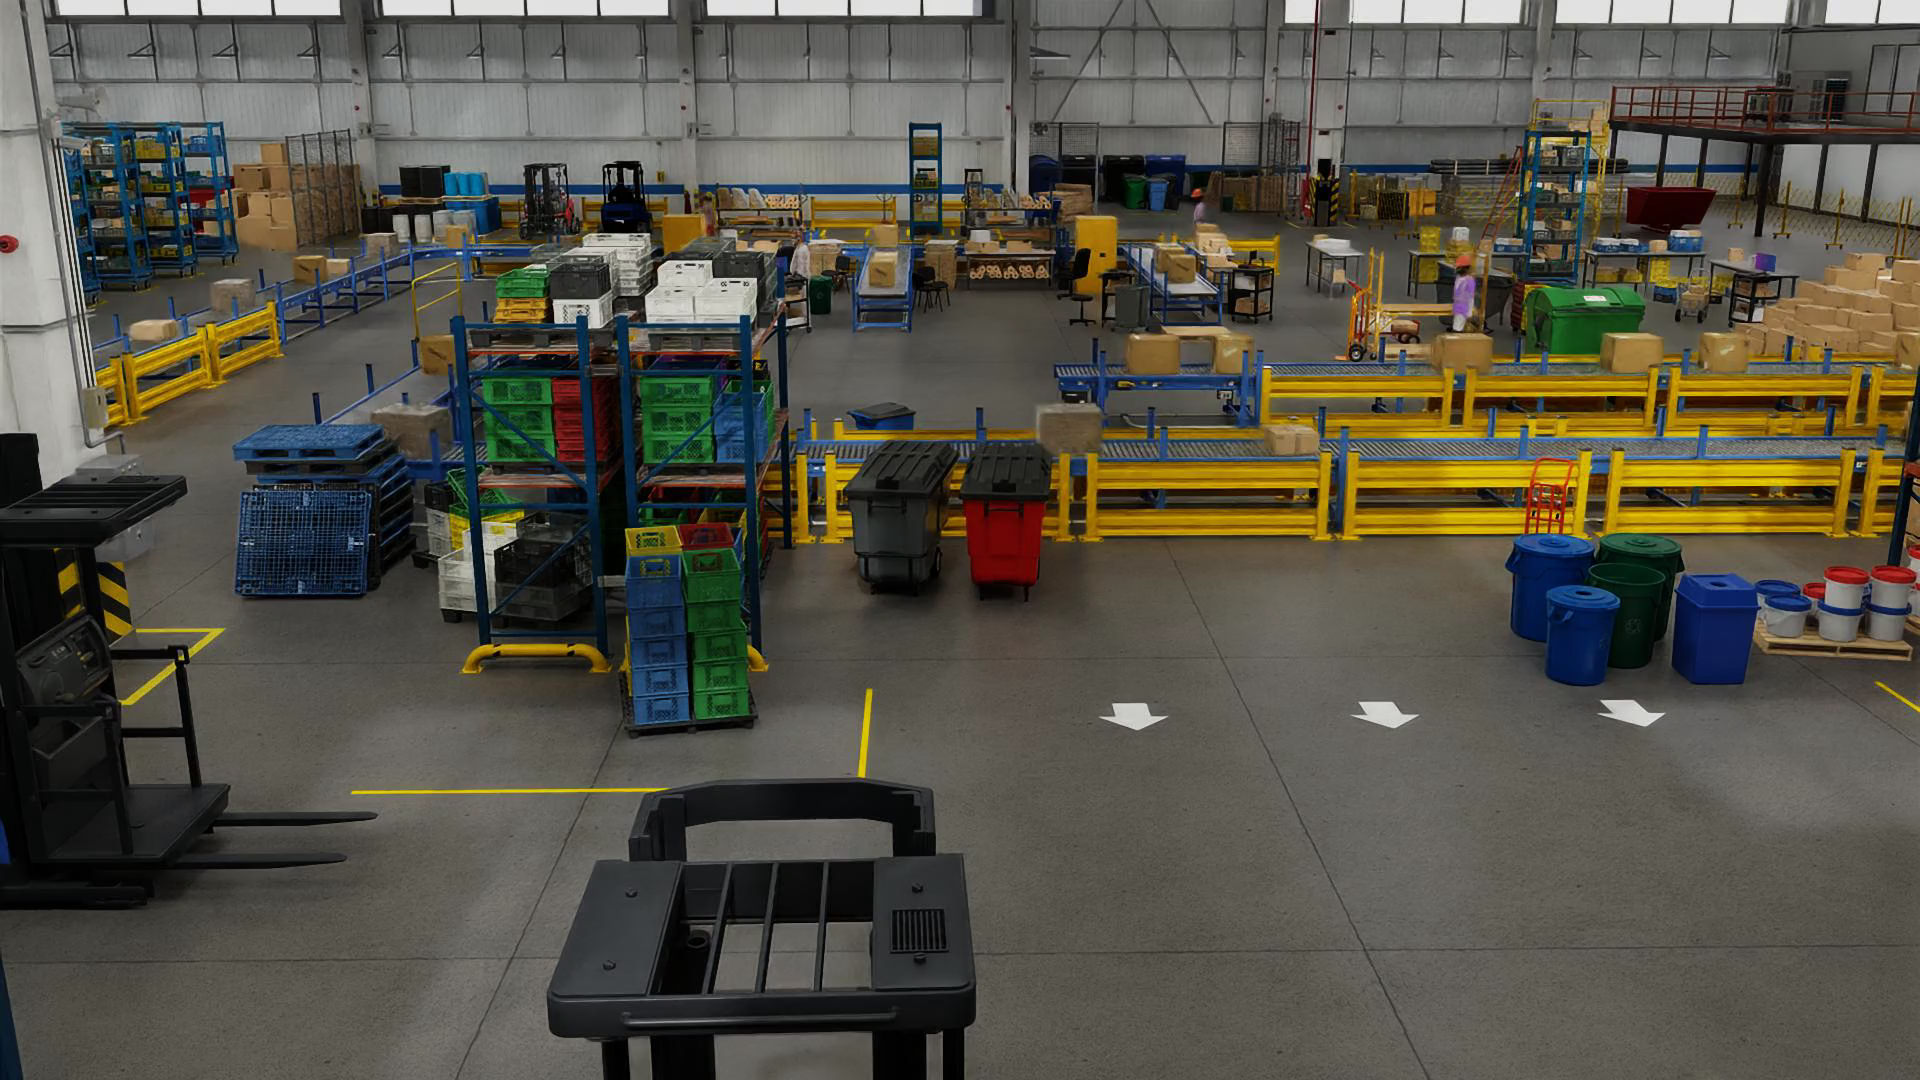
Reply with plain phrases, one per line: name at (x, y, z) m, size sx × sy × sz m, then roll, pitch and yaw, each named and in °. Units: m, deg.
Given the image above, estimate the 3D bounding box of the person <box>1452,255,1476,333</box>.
person at (8.644, -3.917, 28.430) m, size 0.826 × 1.915 × 0.553 m, roll -3°, pitch 16°, yaw -11°

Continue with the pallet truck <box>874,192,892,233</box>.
pallet truck at (-2.277, -9.986, 50.594) m, size 0.653 × 1.274 × 1.630 m, roll 0°, pitch 16°, yaw -1°

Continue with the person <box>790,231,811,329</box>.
person at (-3.130, -5.100, 32.566) m, size 0.396 × 1.898 × 0.641 m, roll -1°, pitch 16°, yaw -3°

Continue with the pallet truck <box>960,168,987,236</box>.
pallet truck at (0.383, -10.230, 50.206) m, size 0.823 × 1.965 × 1.885 m, roll -1°, pitch 16°, yaw -3°

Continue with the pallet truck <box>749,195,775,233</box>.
pallet truck at (-6.051, -9.967, 50.660) m, size 0.680 × 1.201 × 1.601 m, roll 0°, pitch 16°, yaw -1°

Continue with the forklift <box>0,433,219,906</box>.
forklift at (-5.952, 0.780, 10.366) m, size 1.873 × 2.768 × 1.129 m, roll 0°, pitch 16°, yaw -1°

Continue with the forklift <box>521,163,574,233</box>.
forklift at (-12.233, -10.122, 49.298) m, size 1.157 × 1.987 × 2.680 m, roll 0°, pitch 16°, yaw -1°

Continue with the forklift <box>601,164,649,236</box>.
forklift at (-9.948, -10.127, 49.296) m, size 1.157 × 1.987 × 2.680 m, roll -1°, pitch 16°, yaw -3°

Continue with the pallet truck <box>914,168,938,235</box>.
pallet truck at (-0.989, -10.316, 50.507) m, size 0.823 × 1.965 × 1.885 m, roll 1°, pitch 16°, yaw 3°

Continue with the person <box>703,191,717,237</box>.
person at (-6.724, -8.414, 44.344) m, size 0.810 × 1.738 × 0.521 m, roll -9°, pitch 18°, yaw -27°

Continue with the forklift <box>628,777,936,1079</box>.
forklift at (-0.542, 2.165, 5.552) m, size 1.129 × 2.768 × 1.873 m, roll -1°, pitch 16°, yaw -2°

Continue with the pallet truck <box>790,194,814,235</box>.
pallet truck at (-4.814, -9.883, 50.259) m, size 0.704 × 1.261 × 1.522 m, roll -1°, pitch 16°, yaw -3°

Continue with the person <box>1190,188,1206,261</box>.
person at (5.852, -7.776, 41.643) m, size 0.822 × 2.012 × 0.615 m, roll 2°, pitch 16°, yaw 8°
